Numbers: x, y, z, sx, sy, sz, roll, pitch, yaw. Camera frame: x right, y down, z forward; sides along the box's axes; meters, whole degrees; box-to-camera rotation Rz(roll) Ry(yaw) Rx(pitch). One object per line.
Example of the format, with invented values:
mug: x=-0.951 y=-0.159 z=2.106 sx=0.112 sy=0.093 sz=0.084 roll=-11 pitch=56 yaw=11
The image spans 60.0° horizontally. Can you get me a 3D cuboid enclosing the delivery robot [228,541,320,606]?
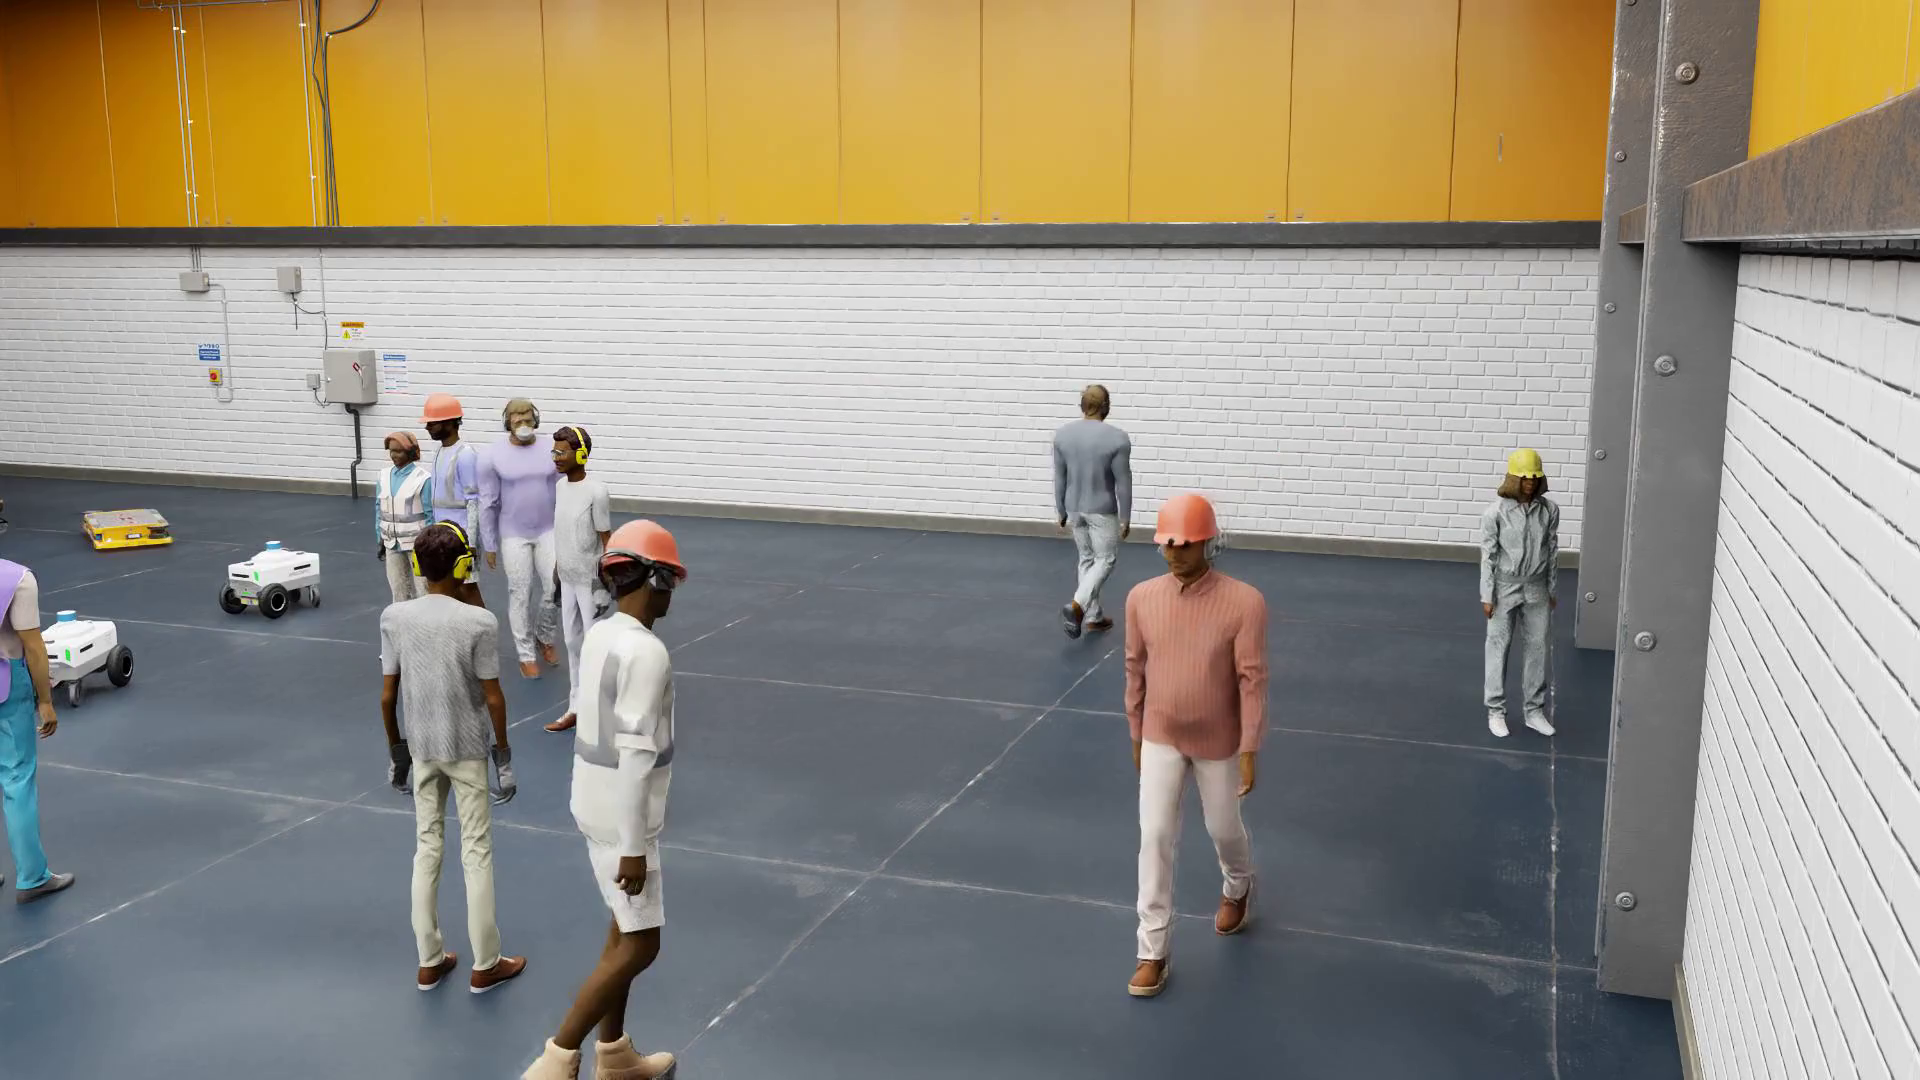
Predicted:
delivery robot: x=-5.482 y=0.253 z=13.313 sx=0.477 sy=0.478 sz=0.707 roll=4 pitch=11 yaw=23

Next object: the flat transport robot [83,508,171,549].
flat transport robot: x=-8.291 y=-0.129 z=16.528 sx=0.652 sy=0.197 sz=1.431 roll=-6 pitch=12 yaw=-31

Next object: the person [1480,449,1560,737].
person: x=3.333 y=0.317 z=9.898 sx=0.496 sy=1.737 sz=0.321 roll=-2 pitch=10 yaw=-10

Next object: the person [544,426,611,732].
person: x=-2.266 y=0.254 z=9.874 sx=0.530 sy=1.871 sz=0.323 roll=9 pitch=13 yaw=41

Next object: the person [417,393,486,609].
person: x=-3.457 y=-0.039 z=11.340 sx=0.375 sy=1.933 sz=0.550 roll=-8 pitch=13 yaw=-38

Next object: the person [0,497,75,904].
person: x=-4.308 y=0.712 z=7.359 sx=0.570 sy=1.843 sz=0.372 roll=0 pitch=10 yaw=2

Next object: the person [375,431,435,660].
person: x=-3.880 y=0.048 z=11.685 sx=0.513 sy=1.638 sz=0.307 roll=4 pitch=11 yaw=22

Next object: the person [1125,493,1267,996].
person: x=0.957 y=0.765 z=6.736 sx=0.604 sy=1.965 sz=0.957 roll=4 pitch=11 yaw=22

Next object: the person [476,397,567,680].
person: x=-2.899 y=-0.006 z=11.200 sx=0.649 sy=1.918 sz=0.432 roll=-5 pitch=11 yaw=-27

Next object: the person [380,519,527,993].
person: x=-1.998 y=0.851 z=6.526 sx=0.533 sy=1.864 sz=0.310 roll=2 pitch=10 yaw=10

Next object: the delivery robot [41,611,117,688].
delivery robot: x=-5.775 y=0.703 z=10.781 sx=0.477 sy=0.478 sz=0.707 roll=0 pitch=10 yaw=-3

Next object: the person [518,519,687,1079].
person: x=-1.199 y=0.948 z=5.629 sx=0.734 sy=1.991 sz=0.683 roll=-5 pitch=11 yaw=-27

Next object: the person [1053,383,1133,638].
person: x=0.956 y=-0.202 z=12.326 sx=0.633 sy=1.917 sz=0.762 roll=7 pitch=12 yaw=33
